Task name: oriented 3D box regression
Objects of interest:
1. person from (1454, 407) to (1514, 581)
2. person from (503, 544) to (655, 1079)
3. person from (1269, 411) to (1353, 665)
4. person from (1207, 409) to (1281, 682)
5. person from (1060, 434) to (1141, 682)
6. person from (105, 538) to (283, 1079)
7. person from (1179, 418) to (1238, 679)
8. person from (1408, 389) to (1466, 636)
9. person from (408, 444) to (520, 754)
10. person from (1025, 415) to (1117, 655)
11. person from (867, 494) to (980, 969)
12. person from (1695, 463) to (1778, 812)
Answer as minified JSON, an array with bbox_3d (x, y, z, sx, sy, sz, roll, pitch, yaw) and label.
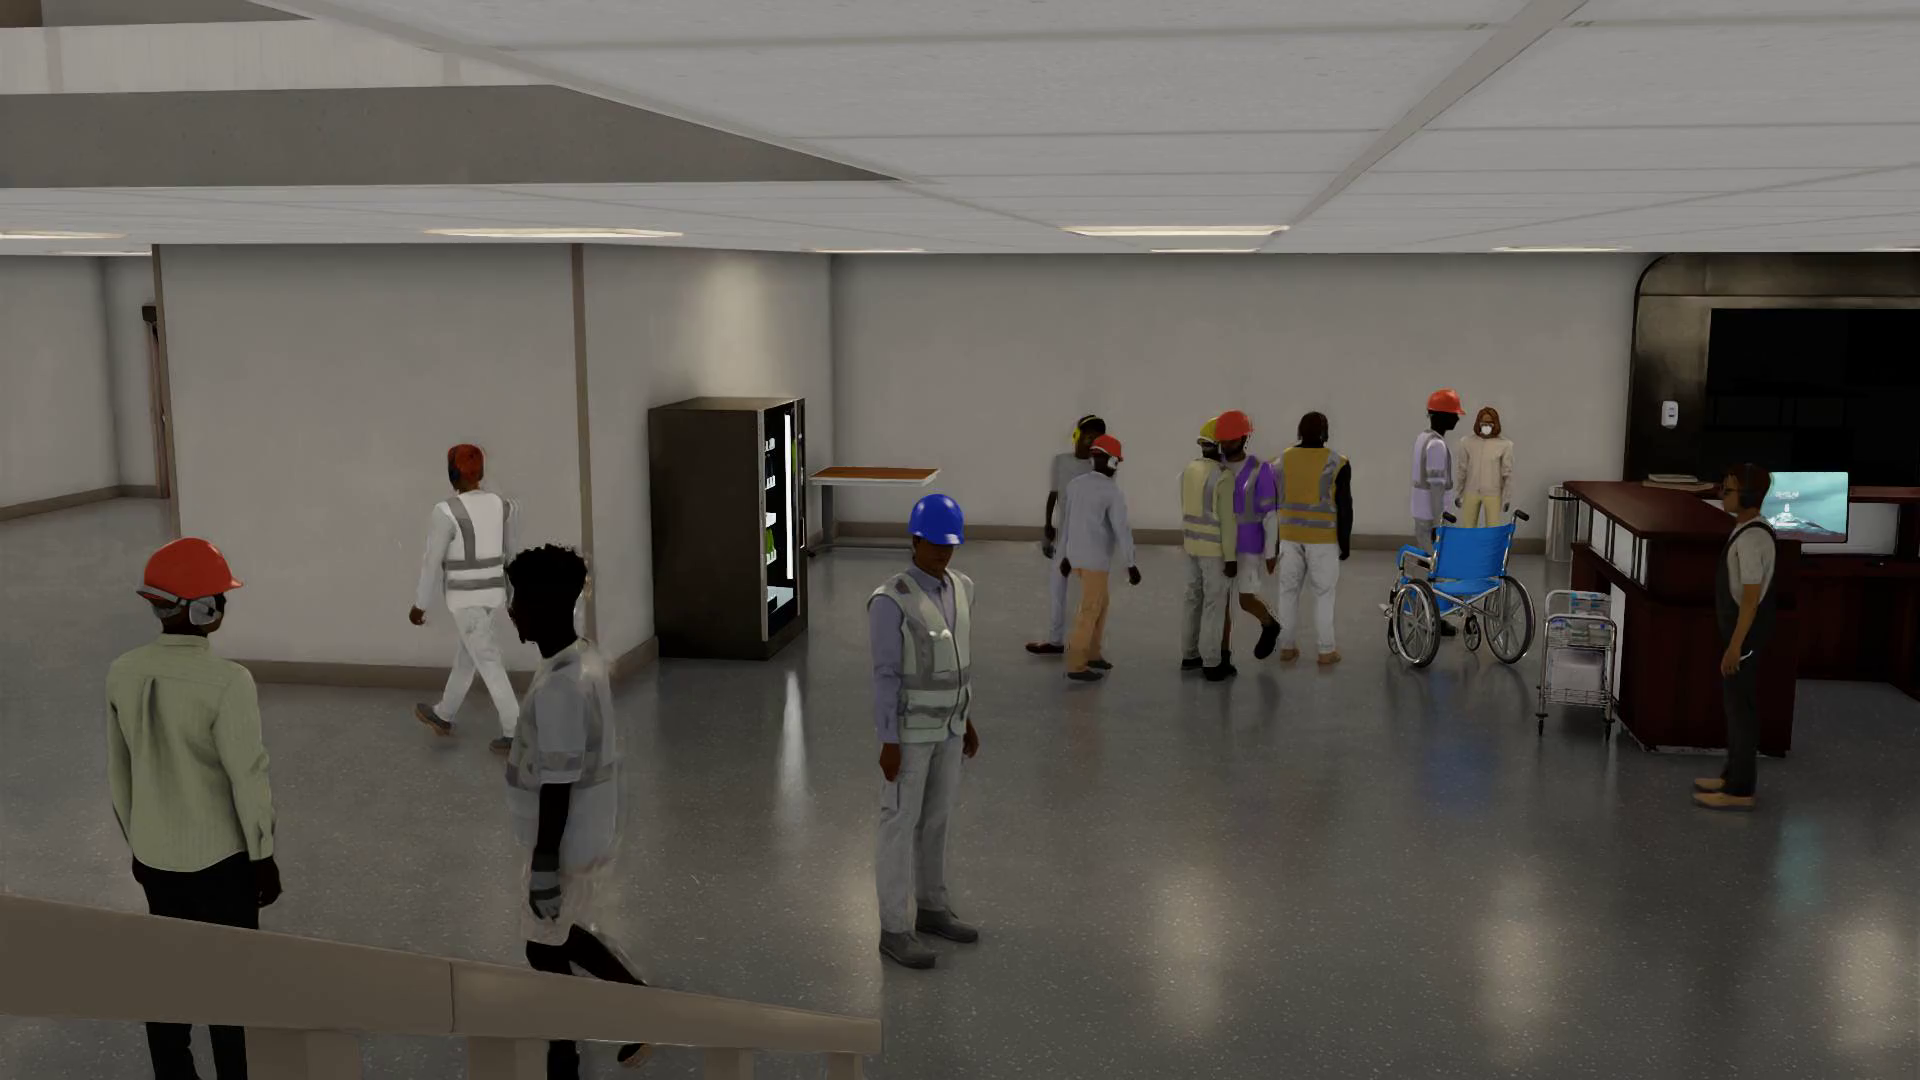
[{"bbox_3d":[4.746,-0.395,15.072,0.505,1.628,0.286,5,11,30],"label":"person"},{"bbox_3d":[-1.303,0.972,5.596,0.541,1.950,0.631,-1,9,-6],"label":"person"},{"bbox_3d":[2.537,-0.013,12.070,0.626,1.841,0.429,6,11,32],"label":"person"},{"bbox_3d":[1.986,0.016,11.648,0.559,1.910,0.715,7,12,37],"label":"person"},{"bbox_3d":[0.984,0.127,11.528,0.601,1.718,0.589,-5,10,-28],"label":"person"},{"bbox_3d":[-2.467,0.983,5.419,0.612,1.996,0.389,4,10,23],"label":"person"},{"bbox_3d":[1.771,0.054,11.699,0.404,1.827,0.595,-4,10,-25],"label":"person"},{"bbox_3d":[3.729,-0.223,13.038,0.378,1.932,0.554,1,9,4],"label":"person"},{"bbox_3d":[-2.940,0.344,9.874,1.018,1.825,0.576,5,10,26],"label":"person"},{"bbox_3d":[0.806,-0.004,12.027,0.670,1.829,0.449,4,10,23],"label":"person"},{"bbox_3d":[-0.132,0.768,6.904,0.403,1.944,0.605,7,12,37],"label":"person"},{"bbox_3d":[4.120,0.513,8.790,0.330,1.841,0.527,5,10,26],"label":"person"}]
